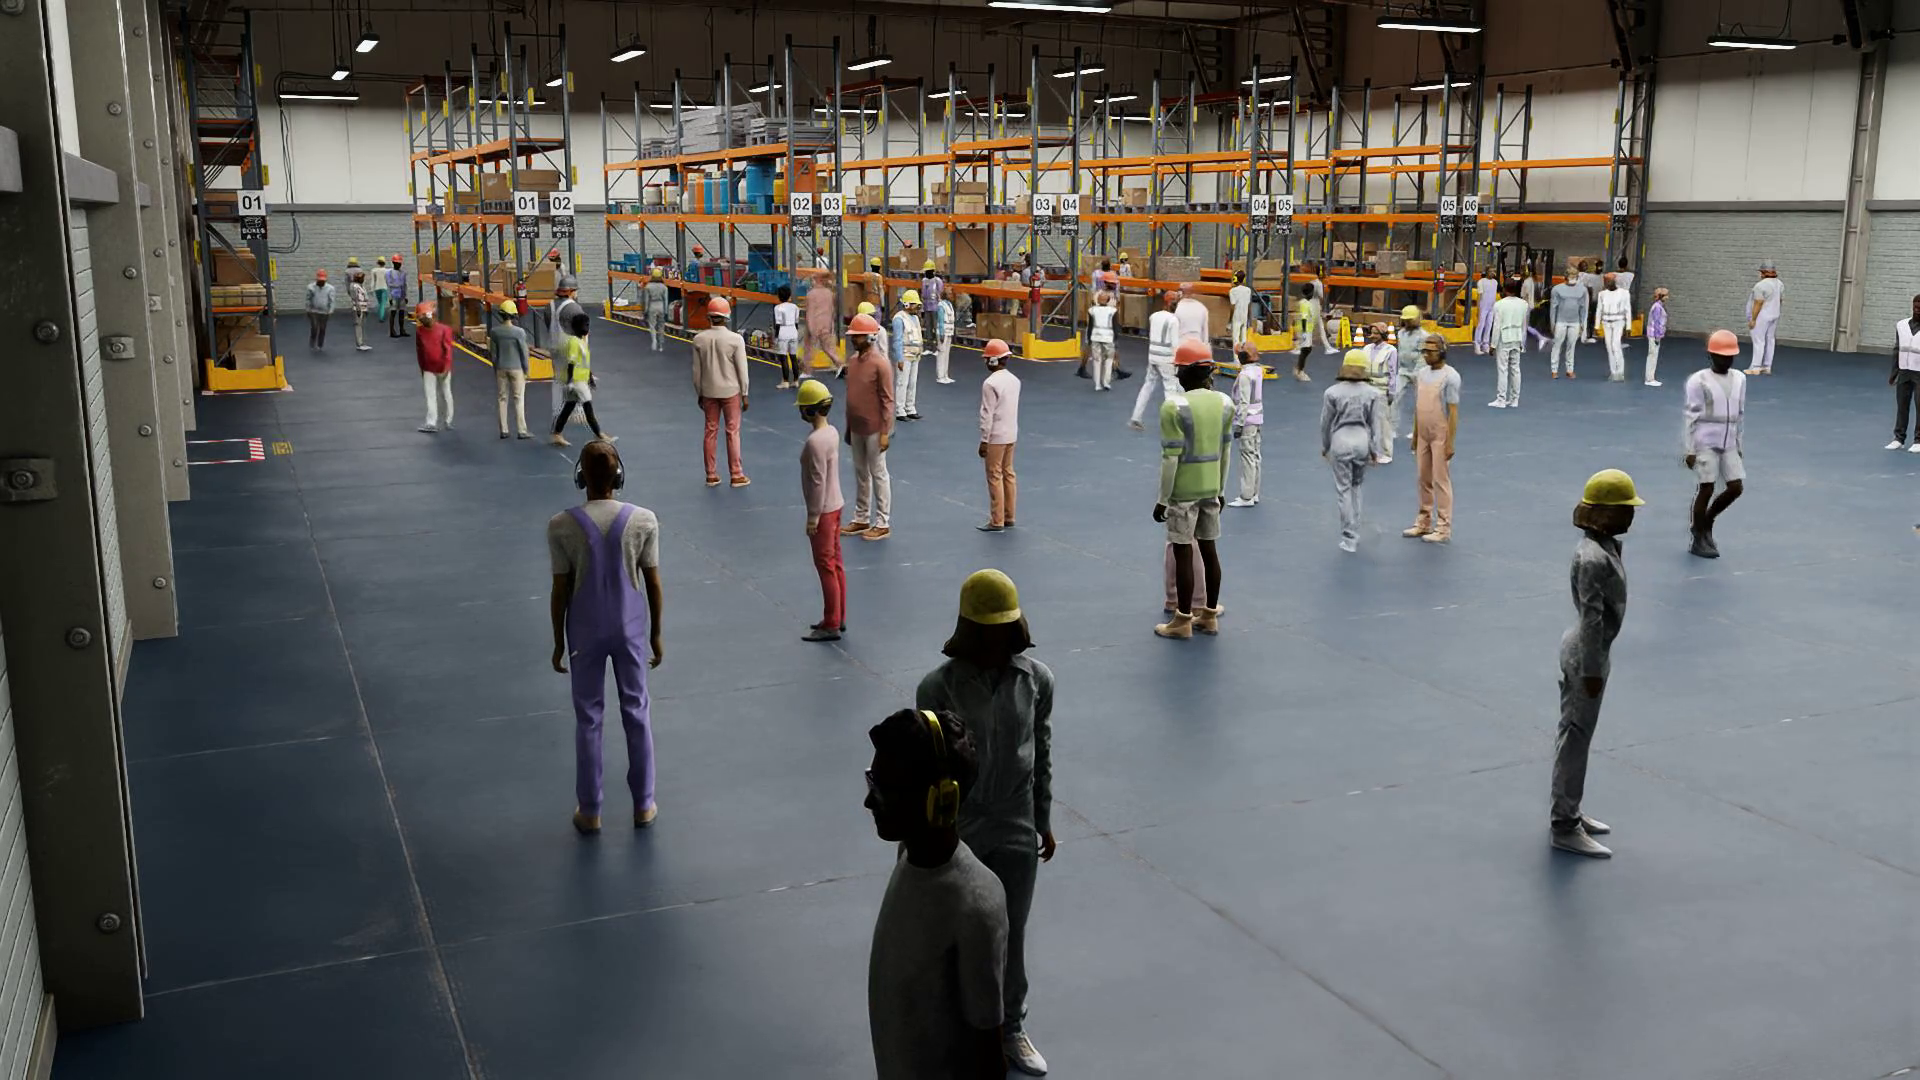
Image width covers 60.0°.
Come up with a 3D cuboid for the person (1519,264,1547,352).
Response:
[{"bbox_3d":[11.777,-4.778,34.338,0.656,1.844,0.584,5,12,24],"label":"person"}]

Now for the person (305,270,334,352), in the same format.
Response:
[{"bbox_3d":[-13.312,-4.774,34.635,0.579,1.698,0.588,-6,12,-26],"label":"person"}]

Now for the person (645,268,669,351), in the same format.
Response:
[{"bbox_3d":[-6.311,-4.786,34.643,0.497,1.727,0.529,-2,11,-10],"label":"person"}]

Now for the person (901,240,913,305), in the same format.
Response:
[{"bbox_3d":[-1.623,-8.316,51.790,0.375,2.044,0.607,5,12,23],"label":"person"}]

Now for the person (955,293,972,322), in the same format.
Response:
[{"bbox_3d":[0.174,-6.697,43.936,0.407,1.895,0.662,7,13,33],"label":"person"}]

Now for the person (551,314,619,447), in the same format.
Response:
[{"bbox_3d":[-4.675,-1.955,20.452,0.869,1.644,0.536,-1,11,-3],"label":"person"}]

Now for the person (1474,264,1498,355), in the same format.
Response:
[{"bbox_3d":[10.718,-4.686,33.843,0.517,1.843,0.326,-6,13,-27],"label":"person"}]

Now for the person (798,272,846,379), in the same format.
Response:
[{"bbox_3d":[-2.418,-3.725,28.930,0.899,1.875,0.653,9,14,37],"label":"person"}]

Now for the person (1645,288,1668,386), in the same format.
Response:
[{"bbox_3d":[11.649,-3.393,27.827,0.296,1.632,0.516,5,12,24],"label":"person"}]

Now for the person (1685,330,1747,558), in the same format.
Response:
[{"bbox_3d":[6.325,-0.797,13.887,0.575,1.912,0.406,-3,11,-14],"label":"person"}]

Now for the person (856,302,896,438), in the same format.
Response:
[{"bbox_3d":[-1.109,-2.176,21.336,0.422,1.749,0.549,-9,14,-39],"label":"person"}]

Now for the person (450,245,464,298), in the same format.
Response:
[{"bbox_3d":[-14.049,-7.233,46.411,0.379,1.994,0.611,-8,13,-34],"label":"person"}]

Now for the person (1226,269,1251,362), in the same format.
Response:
[{"bbox_3d":[4.973,-3.895,29.758,0.521,1.873,0.335,-8,13,-34],"label":"person"}]

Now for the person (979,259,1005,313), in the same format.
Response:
[{"bbox_3d":[0.716,-5.522,38.020,0.650,1.884,0.789,-5,12,-23],"label":"person"}]

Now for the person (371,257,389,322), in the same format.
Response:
[{"bbox_3d":[-15.290,-6.630,44.059,0.519,1.710,0.957,0,11,1],"label":"person"}]

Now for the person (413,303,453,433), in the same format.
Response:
[{"bbox_3d":[-6.965,-2.277,21.997,0.544,1.685,0.793,1,11,5],"label":"person"}]

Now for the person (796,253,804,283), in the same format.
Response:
[{"bbox_3d":[-5.039,-8.199,52.225,0.311,1.639,0.523,-3,11,-13],"label":"person"}]

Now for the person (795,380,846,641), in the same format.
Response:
[{"bbox_3d":[-0.952,-0.198,11.242,0.327,1.765,0.529,2,11,9],"label":"person"}]

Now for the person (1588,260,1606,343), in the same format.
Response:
[{"bbox_3d":[14.140,-5.301,36.956,0.550,1.847,0.405,-3,12,-15],"label":"person"}]

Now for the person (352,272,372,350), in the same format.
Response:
[{"bbox_3d":[-12.664,-4.836,35.133,0.307,1.640,0.513,-1,11,-4],"label":"person"}]

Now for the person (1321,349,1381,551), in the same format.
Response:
[{"bbox_3d":[3.345,-0.791,14.387,0.481,1.706,0.731,-1,11,-4],"label":"person"}]

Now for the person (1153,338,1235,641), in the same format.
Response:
[{"bbox_3d":[1.557,-0.337,11.235,0.604,2.044,0.375,-8,14,-35],"label":"person"}]

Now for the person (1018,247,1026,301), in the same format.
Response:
[{"bbox_3d":[2.043,-8.673,54.308,0.317,1.769,0.524,-2,11,-11],"label":"person"}]

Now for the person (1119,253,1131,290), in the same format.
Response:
[{"bbox_3d":[4.575,-7.131,46.473,0.312,1.767,0.533,-5,12,-23],"label":"person"}]

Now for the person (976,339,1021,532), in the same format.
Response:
[{"bbox_3d":[0.335,-0.949,15.117,0.341,1.745,0.569,6,13,29],"label":"person"}]

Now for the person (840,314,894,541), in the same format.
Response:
[{"bbox_3d":[-0.826,-0.995,14.702,0.386,1.996,0.610,-8,14,-37],"label":"person"}]

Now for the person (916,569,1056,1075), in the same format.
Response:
[{"bbox_3d":[0.095,0.948,5.475,0.489,1.744,0.295,-5,12,-22],"label":"person"}]

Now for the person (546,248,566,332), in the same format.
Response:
[{"bbox_3d":[-9.721,-5.990,39.975,0.615,2.038,0.395,9,14,38],"label":"person"}]

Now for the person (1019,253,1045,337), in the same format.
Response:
[{"bbox_3d":[1.521,-5.313,36.531,0.535,2.000,0.673,9,14,39],"label":"person"}]

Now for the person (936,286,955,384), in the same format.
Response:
[{"bbox_3d":[-0.249,-3.475,28.215,0.310,1.638,0.523,3,12,16],"label":"person"}]

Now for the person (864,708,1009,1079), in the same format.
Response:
[{"bbox_3d":[-0.077,1.259,3.570,0.329,1.872,0.507,-5,12,-22],"label":"person"}]

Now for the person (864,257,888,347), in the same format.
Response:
[{"bbox_3d":[-1.816,-5.082,35.650,0.366,1.926,0.587,-10,15,-42],"label":"person"}]

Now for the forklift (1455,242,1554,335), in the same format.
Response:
[{"bbox_3d":[13.047,-6.049,39.881,2.313,2.155,1.214,-5,12,-23],"label":"forklift"}]

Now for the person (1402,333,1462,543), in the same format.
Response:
[{"bbox_3d":[4.165,-0.896,14.614,0.338,1.838,0.506,-5,12,-22],"label":"person"}]

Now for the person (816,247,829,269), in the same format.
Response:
[{"bbox_3d":[-4.061,-7.600,48.552,0.338,1.882,0.583,8,14,35],"label":"person"}]
